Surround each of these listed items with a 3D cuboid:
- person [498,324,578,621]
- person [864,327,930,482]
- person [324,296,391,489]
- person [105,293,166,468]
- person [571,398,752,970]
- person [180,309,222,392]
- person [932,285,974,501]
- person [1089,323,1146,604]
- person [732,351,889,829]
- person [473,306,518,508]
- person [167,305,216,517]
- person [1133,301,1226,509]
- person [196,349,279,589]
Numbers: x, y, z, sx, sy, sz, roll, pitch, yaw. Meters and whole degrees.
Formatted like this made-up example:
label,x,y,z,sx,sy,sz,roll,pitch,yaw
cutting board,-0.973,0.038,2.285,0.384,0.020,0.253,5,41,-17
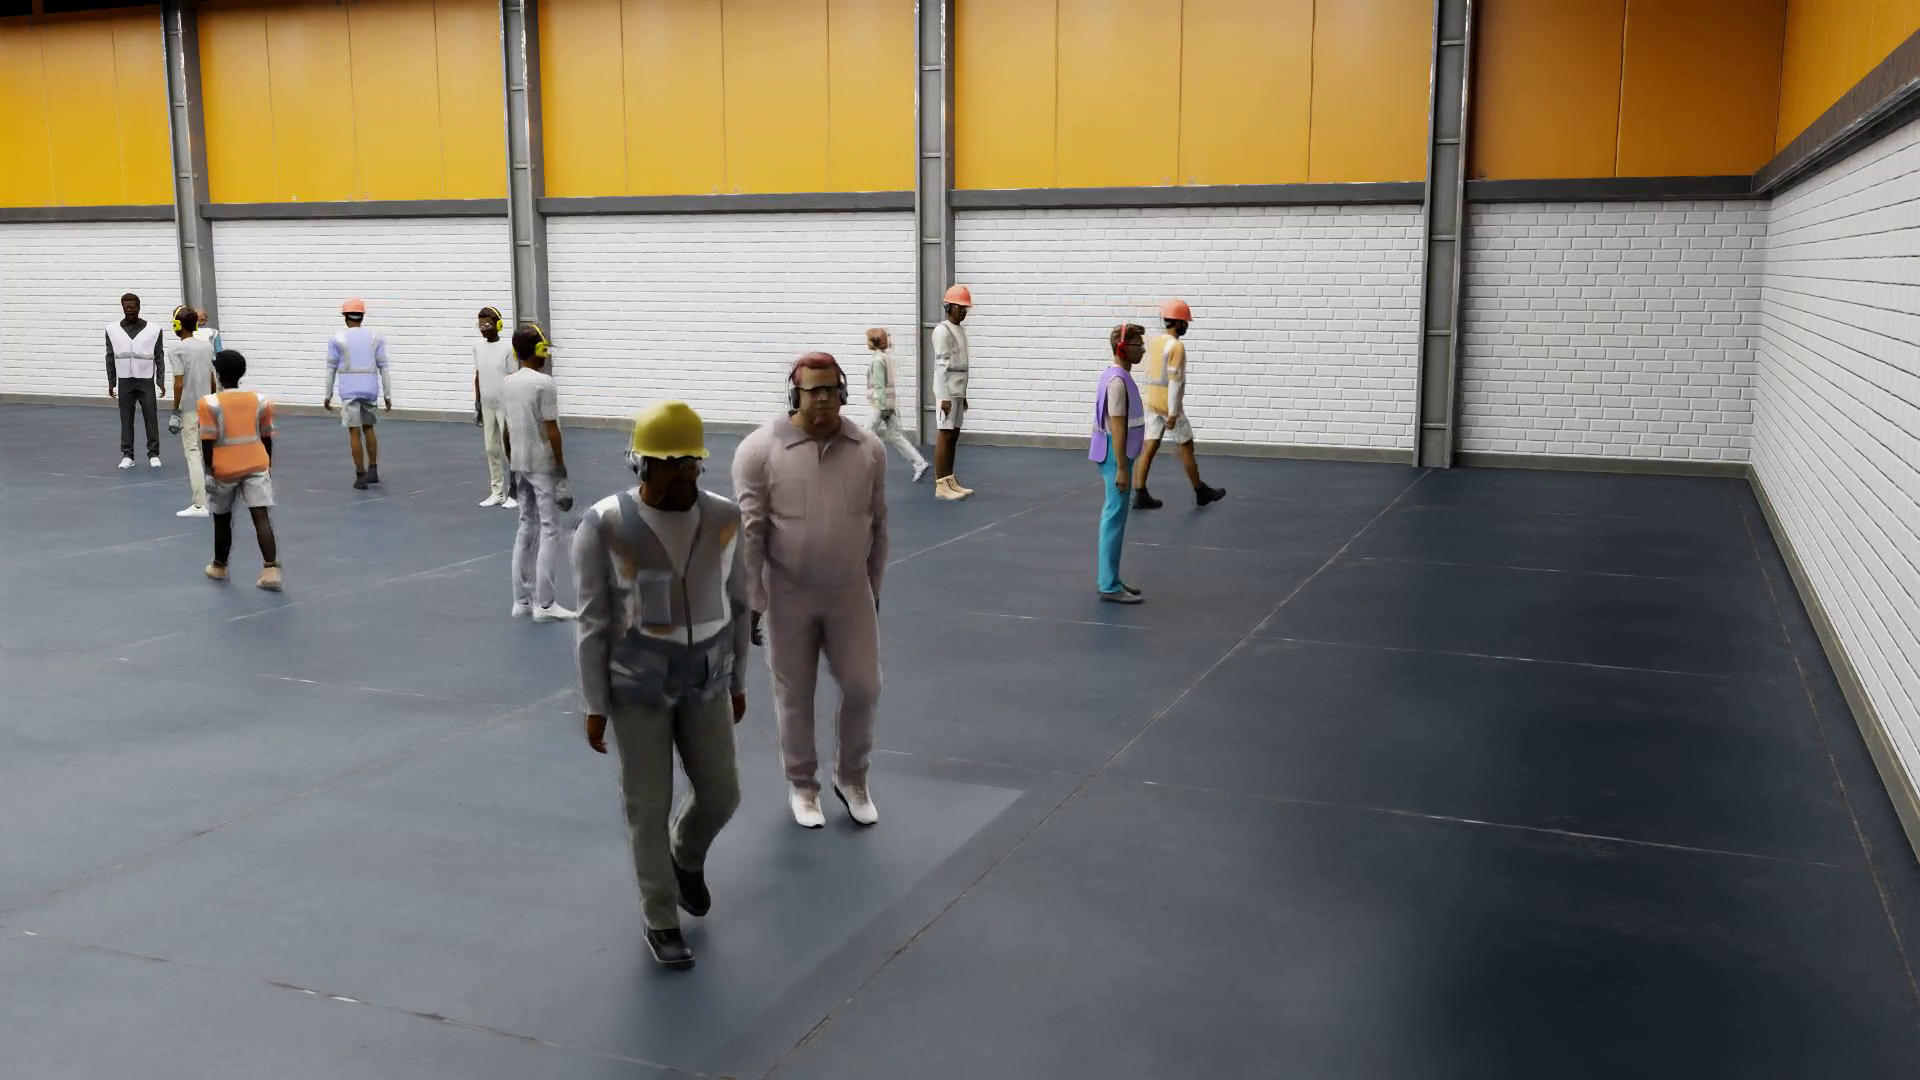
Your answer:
label,x,y,z,sx,sy,sz,roll,pitch,yaw
person,-2.657,-0.412,10.438,0.582,1.855,0.328,7,12,36
person,-0.719,-1.362,16.918,0.773,1.609,0.511,2,10,10
person,-6.034,-1.469,16.641,0.576,1.911,0.627,-7,12,-37
person,-9.080,-1.755,18.344,0.587,1.920,0.387,-3,10,-19
person,-0.938,0.449,5.315,0.601,1.815,0.461,-5,11,-30
person,-10.211,-2.289,22.431,0.523,1.636,0.311,-4,10,-22
person,-0.048,-1.398,15.821,0.395,2.039,0.606,3,10,19
person,1.037,-0.508,11.017,0.372,1.840,0.570,1,9,4
person,-0.559,0.216,6.503,0.648,1.890,0.519,-3,10,-17
person,-4.242,-1.206,15.236,0.488,1.853,0.370,4,10,25
person,-6.797,-1.135,14.739,0.319,1.870,0.521,3,10,20
person,2.002,-1.231,15.220,0.961,1.889,0.565,-3,10,-20
person,-4.983,-0.489,11.491,0.888,1.646,0.545,9,13,43
